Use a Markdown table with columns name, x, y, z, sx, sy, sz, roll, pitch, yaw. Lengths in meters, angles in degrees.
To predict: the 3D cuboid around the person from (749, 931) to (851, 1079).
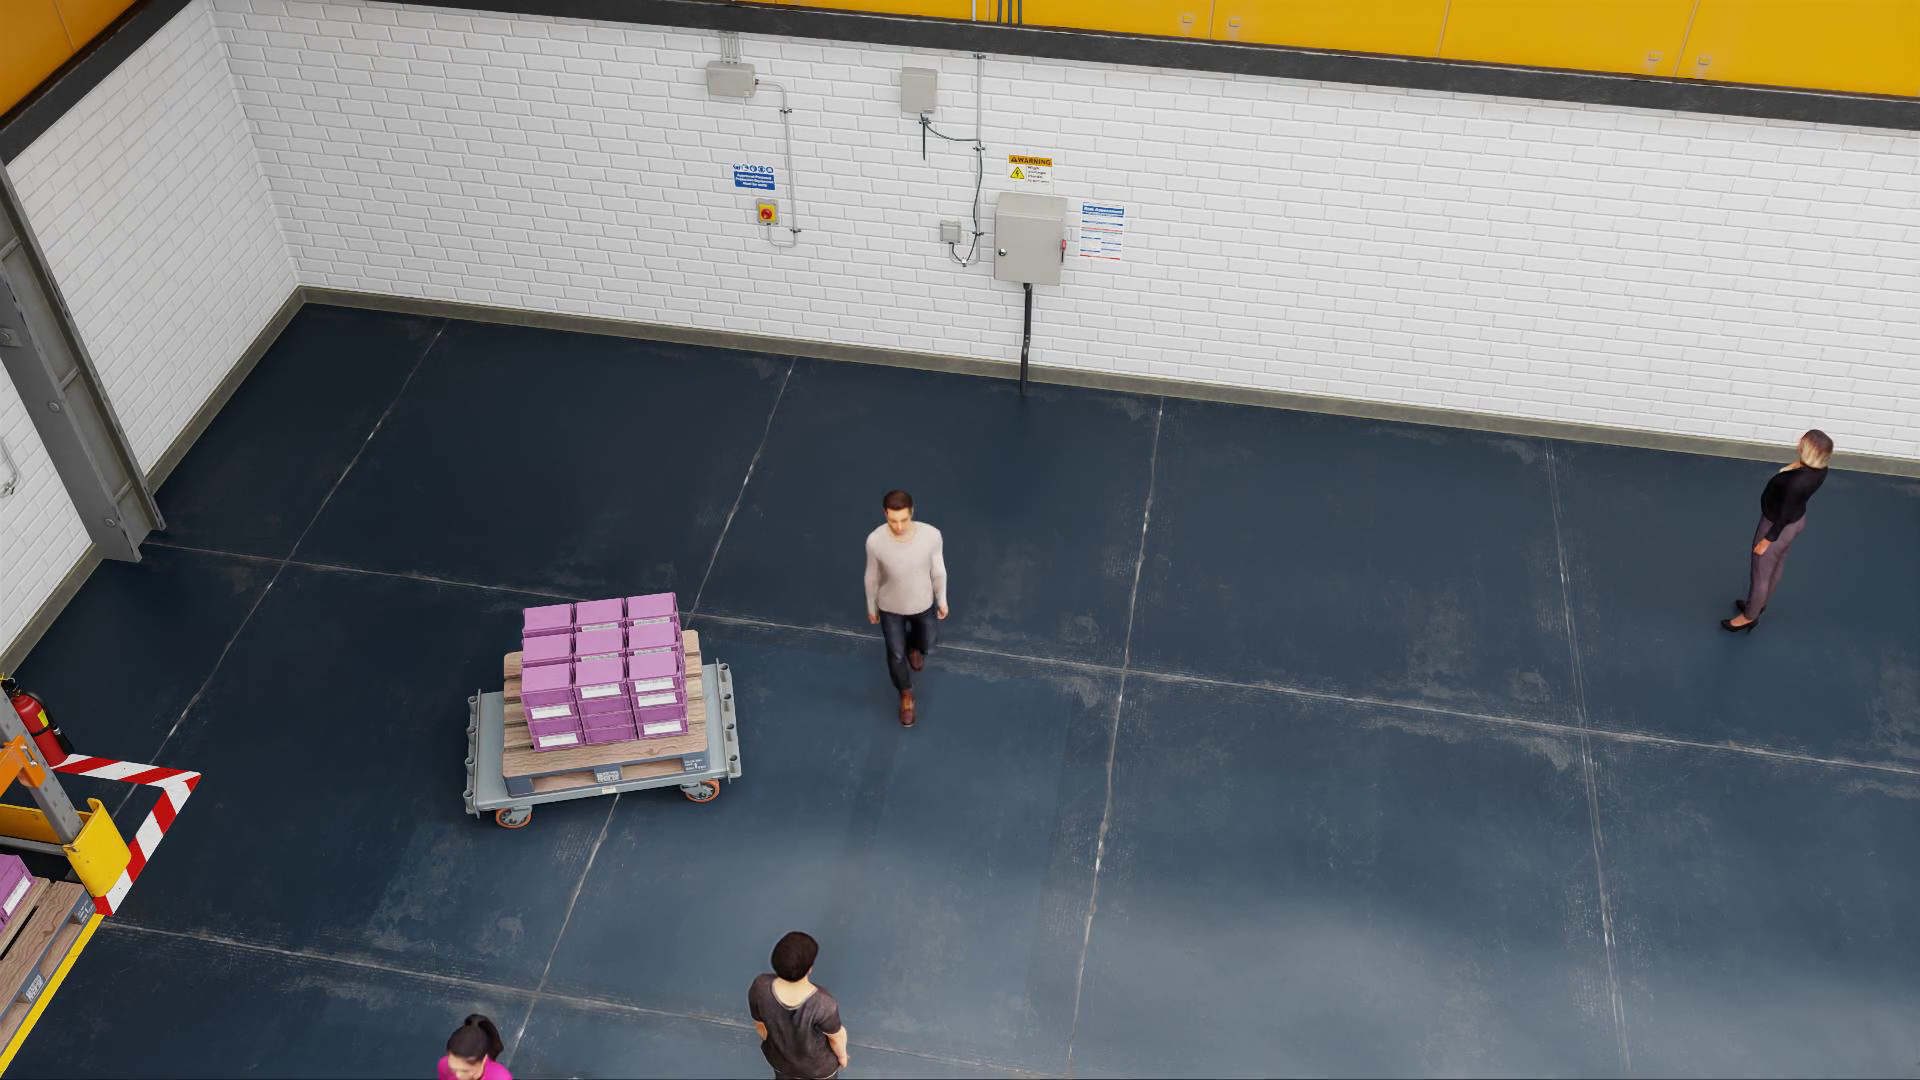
| name | x | y | z | sx | sy | sz | roll | pitch | yaw |
| --- | --- | --- | --- | --- | --- | --- | --- | --- | --- |
| person | -0.777 | 2.476 | 8.177 | 0.630 | 1.717 | 0.568 | 10 | 45 | 11 |

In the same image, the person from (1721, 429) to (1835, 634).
| name | x | y | z | sx | sy | sz | roll | pitch | yaw |
| --- | --- | --- | --- | --- | --- | --- | --- | --- | --- |
| person | 5.356 | -0.047 | 10.859 | 0.747 | 1.670 | 0.657 | 34 | 53 | 30 |

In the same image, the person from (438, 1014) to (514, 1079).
| name | x | y | z | sx | sy | sz | roll | pitch | yaw |
| --- | --- | --- | --- | --- | --- | --- | --- | --- | --- |
| person | -2.183 | 2.738 | 7.922 | 0.732 | 1.690 | 0.961 | 17 | 46 | 17 |

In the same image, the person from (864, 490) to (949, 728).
| name | x | y | z | sx | sy | sz | roll | pitch | yaw |
| --- | --- | --- | --- | --- | --- | --- | --- | --- | --- |
| person | -0.339 | 0.330 | 10.329 | 0.830 | 1.855 | 0.977 | -6 | 44 | -6 |
